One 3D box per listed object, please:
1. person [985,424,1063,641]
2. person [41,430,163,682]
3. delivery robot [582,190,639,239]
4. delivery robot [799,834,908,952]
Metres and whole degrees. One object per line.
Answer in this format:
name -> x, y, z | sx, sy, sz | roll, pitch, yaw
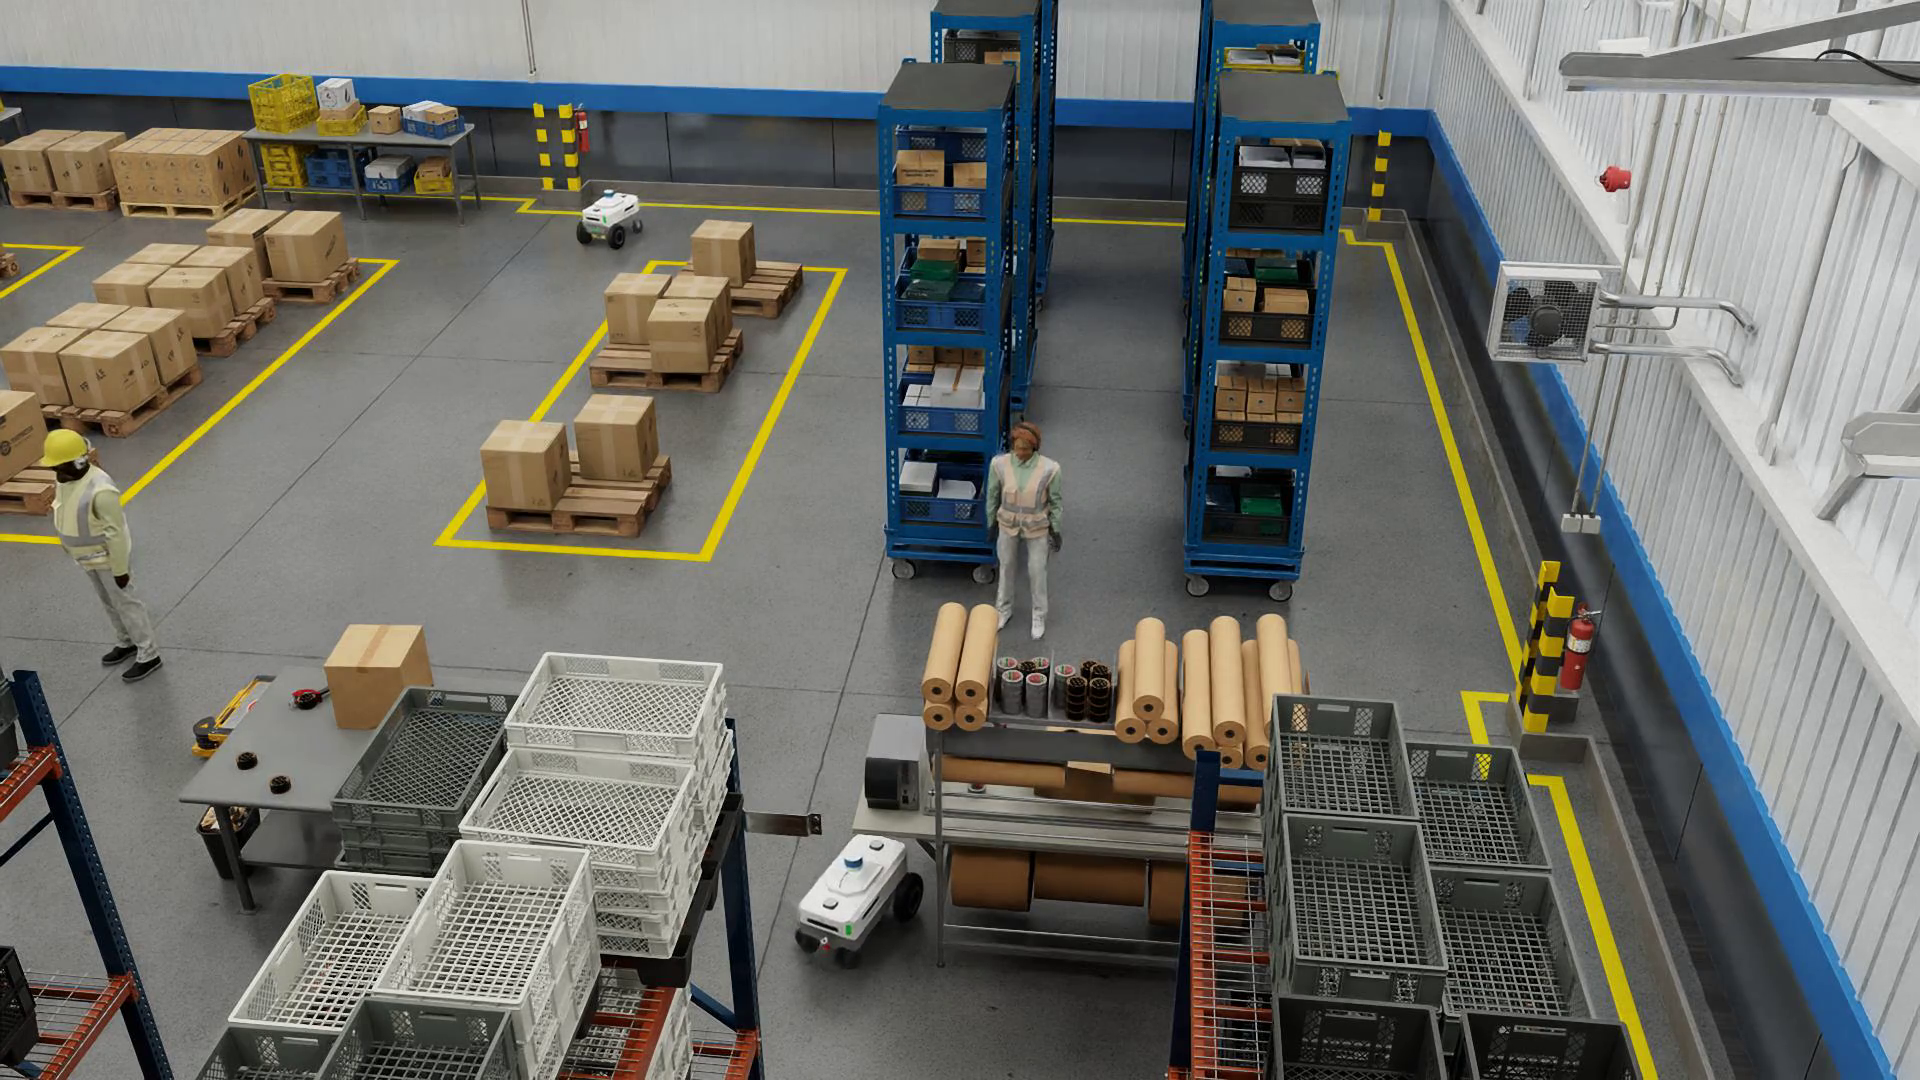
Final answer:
person -> 0.435, -0.063, 11.419 | 0.543, 1.624, 0.368 | 7, 31, 12
person -> -5.674, 0.084, 10.972 | 0.592, 1.823, 0.403 | 23, 37, 33
delivery robot -> -3.898, -3.662, 18.566 | 0.477, 0.478, 0.707 | 12, 32, 20
delivery robot -> -0.574, 1.893, 9.025 | 0.477, 0.478, 0.707 | 14, 33, 22
